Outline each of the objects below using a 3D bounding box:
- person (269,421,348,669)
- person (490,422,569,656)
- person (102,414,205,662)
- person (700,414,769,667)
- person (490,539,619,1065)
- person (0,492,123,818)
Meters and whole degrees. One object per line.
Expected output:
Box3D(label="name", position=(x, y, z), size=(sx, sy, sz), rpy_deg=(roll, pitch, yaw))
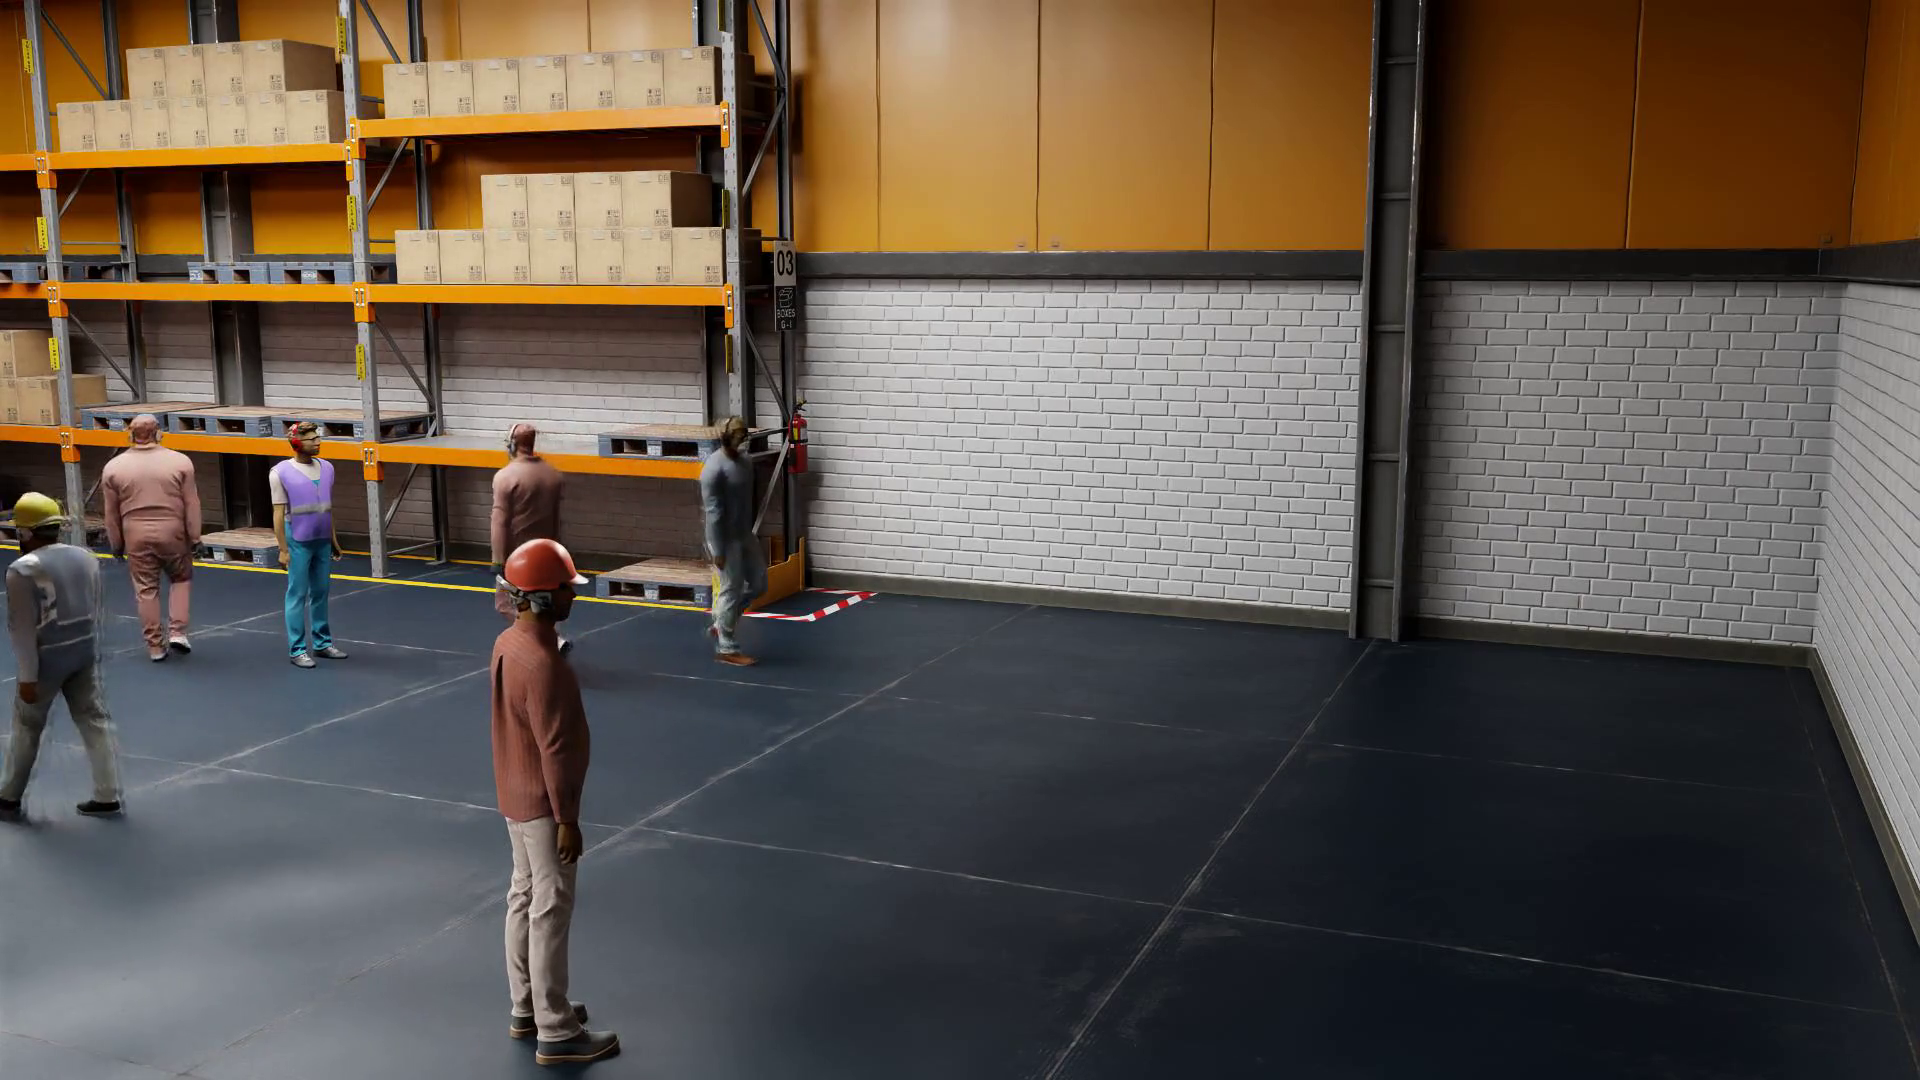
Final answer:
Box3D(label="person", position=(-4.935, 0.025, 12.562), size=(0.379, 1.849, 0.570), rpy_deg=(4, 10, 24))
Box3D(label="person", position=(-3.131, 0.085, 12.095), size=(0.593, 1.882, 0.651), rpy_deg=(4, 10, 23))
Box3D(label="person", position=(-6.137, -0.019, 12.698), size=(0.677, 1.889, 0.462), rpy_deg=(-3, 10, -18))
Box3D(label="person", position=(-1.684, 0.013, 12.430), size=(0.435, 1.919, 0.643), rpy_deg=(3, 10, 20))
Box3D(label="person", position=(-1.574, 0.982, 6.328), size=(0.377, 1.995, 0.608), rpy_deg=(-6, 11, -31))
Box3D(label="person", position=(-4.993, 0.635, 9.040), size=(0.879, 1.791, 0.624), rpy_deg=(3, 10, 17))
